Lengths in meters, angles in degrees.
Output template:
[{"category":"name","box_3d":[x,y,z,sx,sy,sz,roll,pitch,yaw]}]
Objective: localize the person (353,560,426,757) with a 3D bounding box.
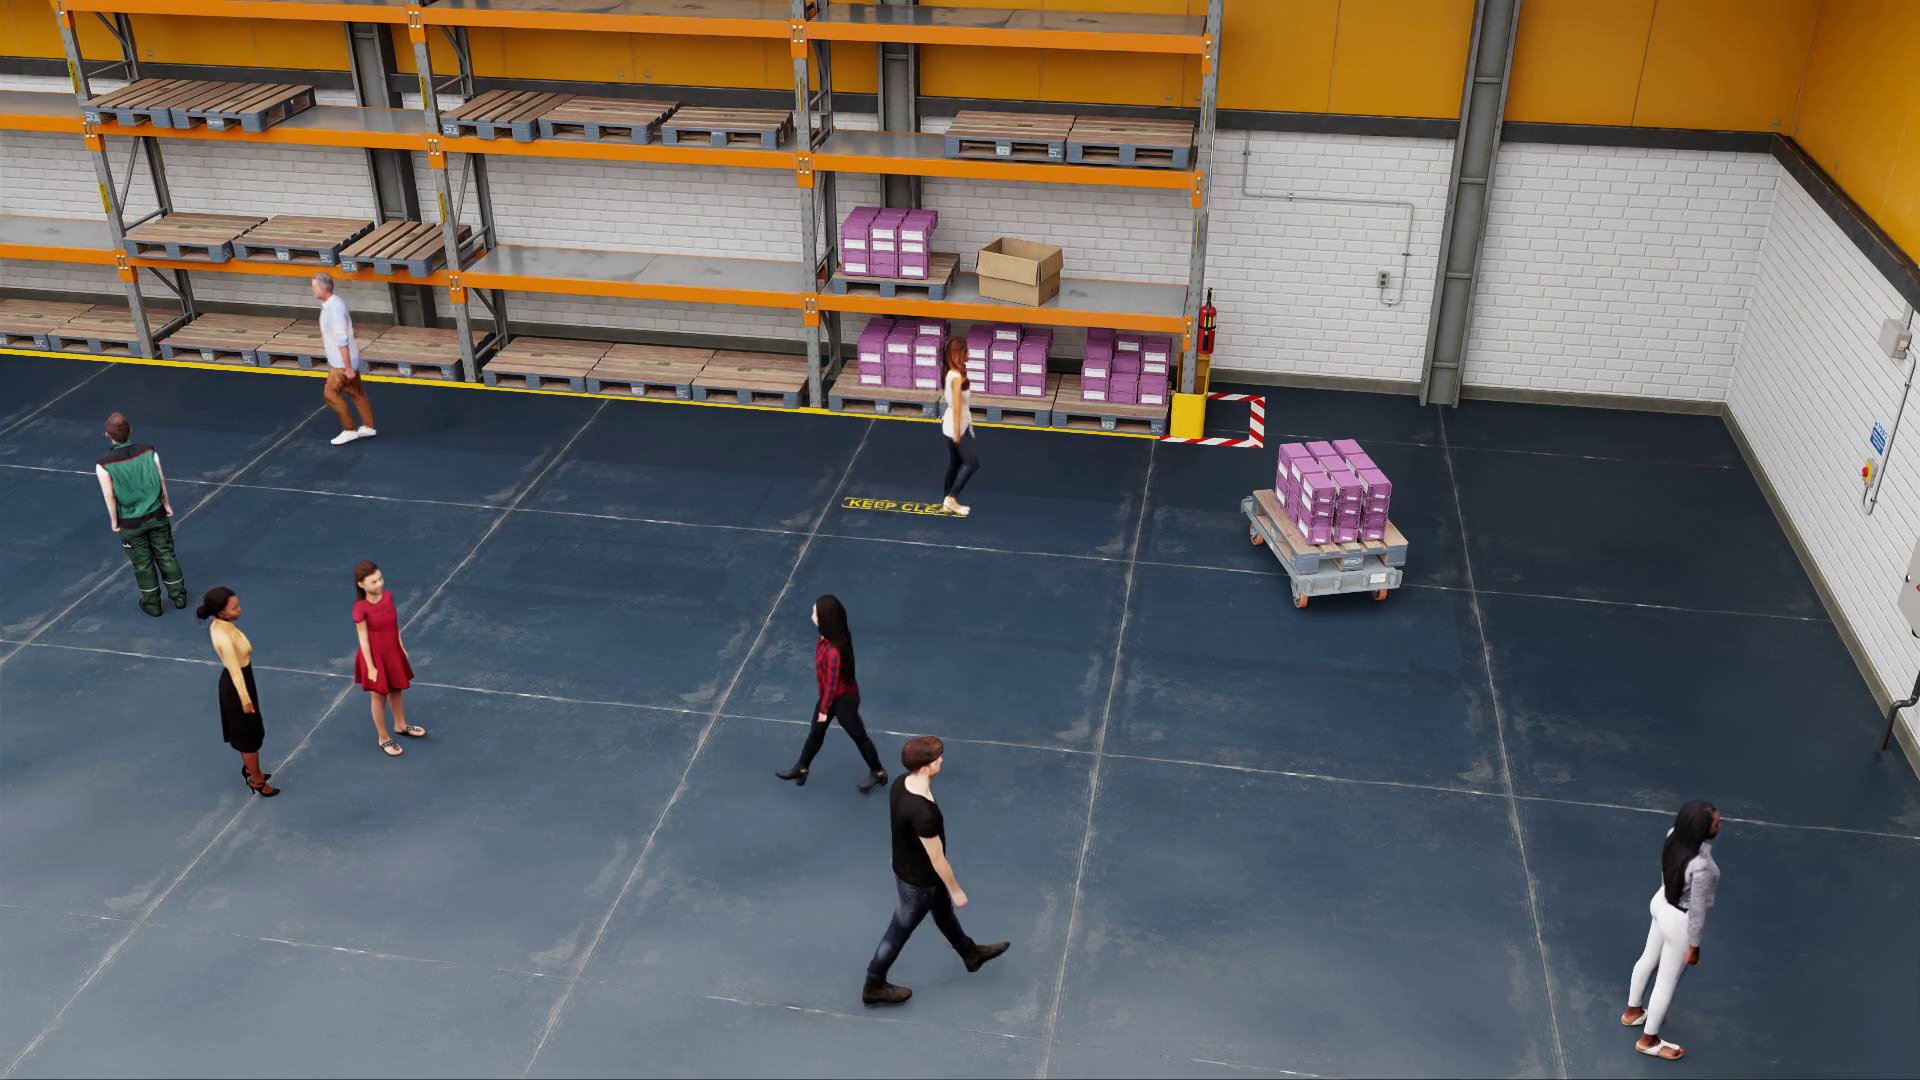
[{"category":"person","box_3d":[-4.284,0.839,12.314,0.668,1.553,0.610,12,31,21]}]

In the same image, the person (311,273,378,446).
[{"category":"person","box_3d":[-6.225,-1.868,17.013,0.872,1.807,0.838,-11,30,-19]}]

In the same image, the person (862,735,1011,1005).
[{"category":"person","box_3d":[-0.340,2.018,9.849,1.280,1.846,0.962,-5,29,-10]}]

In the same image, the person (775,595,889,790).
[{"category":"person","box_3d":[-0.751,1.109,11.753,1.113,1.618,0.825,-5,29,-8]}]

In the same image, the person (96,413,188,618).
[{"category":"person","box_3d":[-6.882,-0.223,13.960,0.747,1.842,0.786,-23,36,-36]}]

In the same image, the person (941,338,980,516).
[{"category":"person","box_3d":[-0.120,-1.048,15.545,0.644,1.773,0.651,-3,29,-5]}]

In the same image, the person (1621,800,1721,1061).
[{"category":"person","box_3d":[4.135,2.216,9.612,0.567,1.724,0.620,0,29,1]}]

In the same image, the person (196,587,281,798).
[{"category":"person","box_3d":[-5.108,1.074,11.779,0.709,1.654,0.660,-15,32,-26]}]
